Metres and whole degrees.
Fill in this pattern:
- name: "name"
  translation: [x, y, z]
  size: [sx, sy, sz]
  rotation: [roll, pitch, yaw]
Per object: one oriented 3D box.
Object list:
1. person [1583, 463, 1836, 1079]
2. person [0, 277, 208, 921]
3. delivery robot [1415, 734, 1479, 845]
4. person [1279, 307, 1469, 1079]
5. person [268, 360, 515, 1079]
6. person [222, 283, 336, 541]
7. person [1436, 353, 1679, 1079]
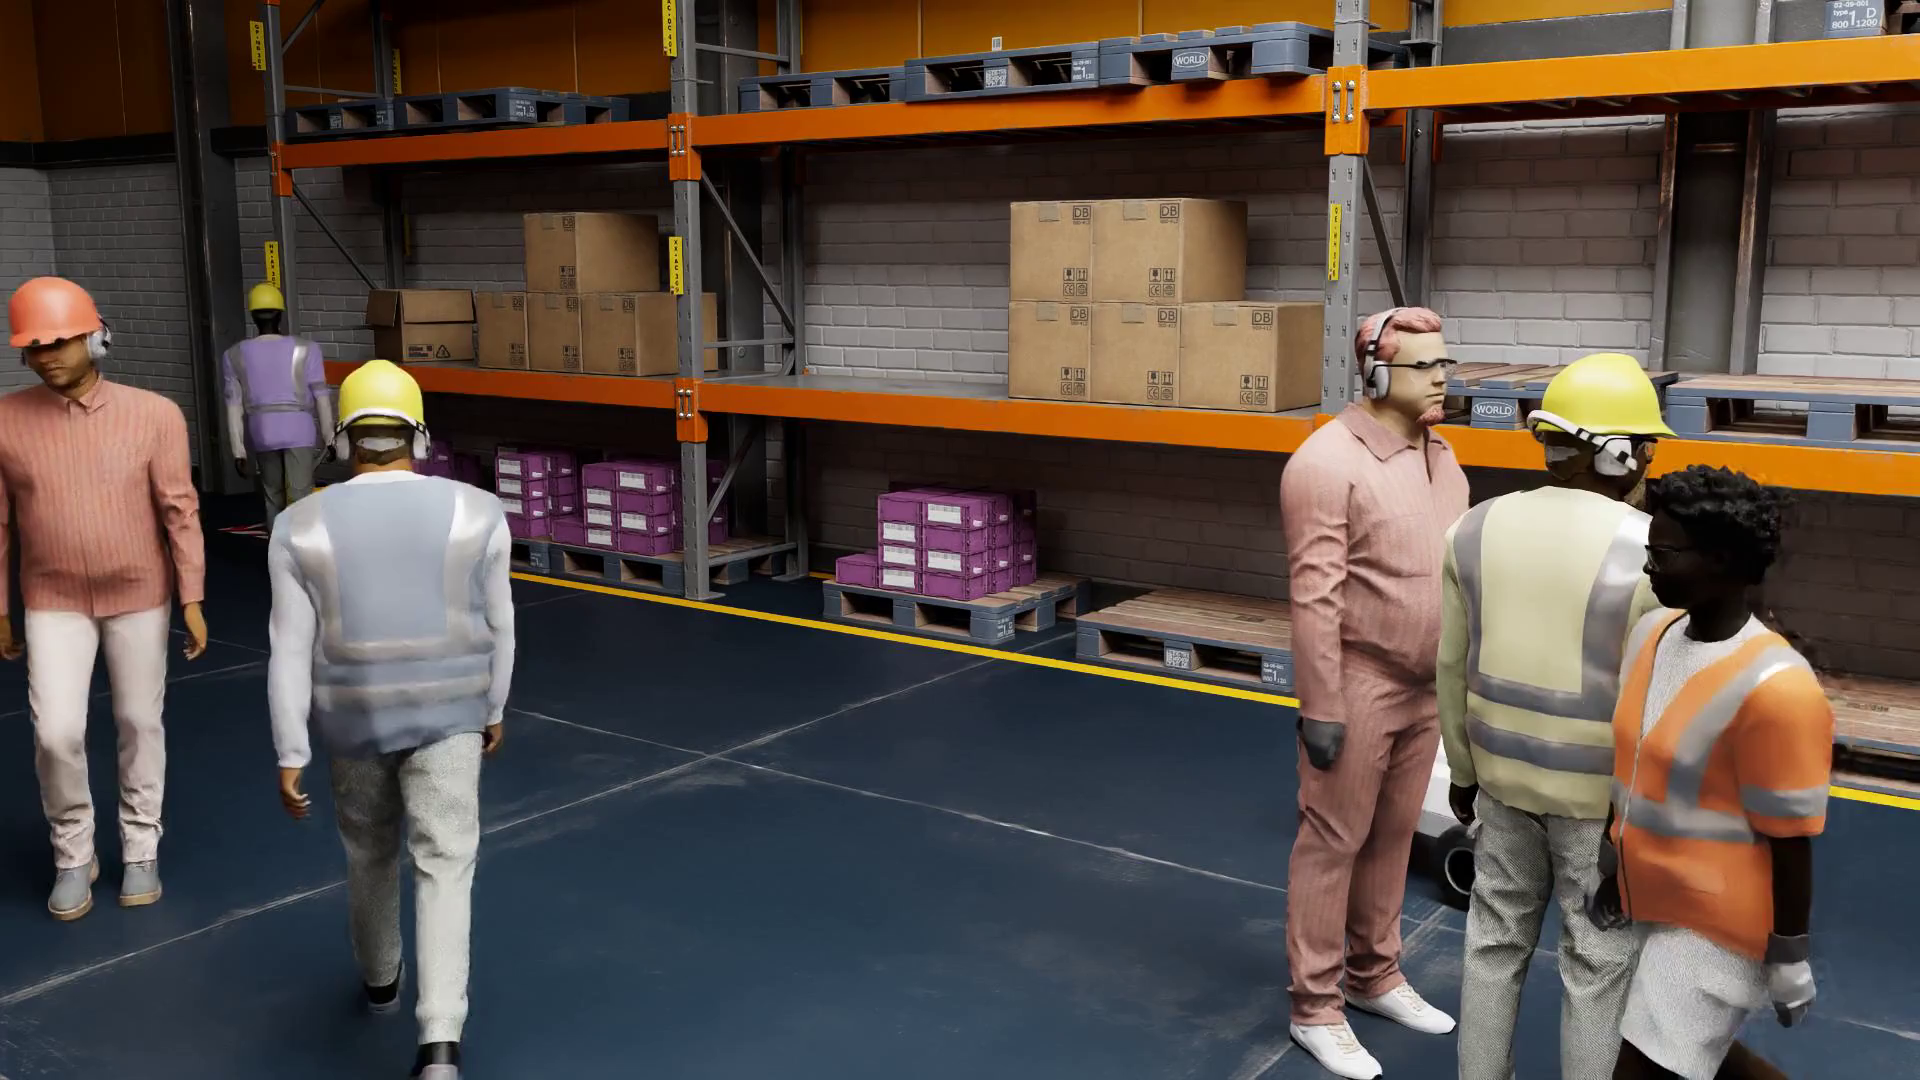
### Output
- name: "person"
  translation: [1.454, 0.675, 3.136]
  size: [0.826, 1.660, 0.533]
  rotation: [-1, 10, -4]
- name: "person"
  translation: [-2.652, 0.190, 5.101]
  size: [0.633, 1.968, 0.523]
  rotation: [-5, 11, -26]
- name: "delivery robot"
  translation: [1.610, 0.794, 5.447]
  size: [0.477, 0.478, 0.707]
  rotation: [-8, 12, -38]
- name: "person"
  translation: [1.080, 0.374, 4.207]
  size: [0.636, 1.911, 0.404]
  rotation: [-9, 13, -42]
- name: "person"
  translation: [-1.408, 0.449, 4.168]
  size: [0.599, 1.789, 0.912]
  rotation: [-3, 10, -16]
- name: "person"
  translation: [-4.195, -0.635, 10.258]
  size: [0.599, 1.895, 0.906]
  rotation: [-1, 10, -8]
- name: "person"
  translation: [1.320, 0.515, 3.598]
  size: [0.403, 1.827, 0.601]
  rotation: [-7, 12, -38]
